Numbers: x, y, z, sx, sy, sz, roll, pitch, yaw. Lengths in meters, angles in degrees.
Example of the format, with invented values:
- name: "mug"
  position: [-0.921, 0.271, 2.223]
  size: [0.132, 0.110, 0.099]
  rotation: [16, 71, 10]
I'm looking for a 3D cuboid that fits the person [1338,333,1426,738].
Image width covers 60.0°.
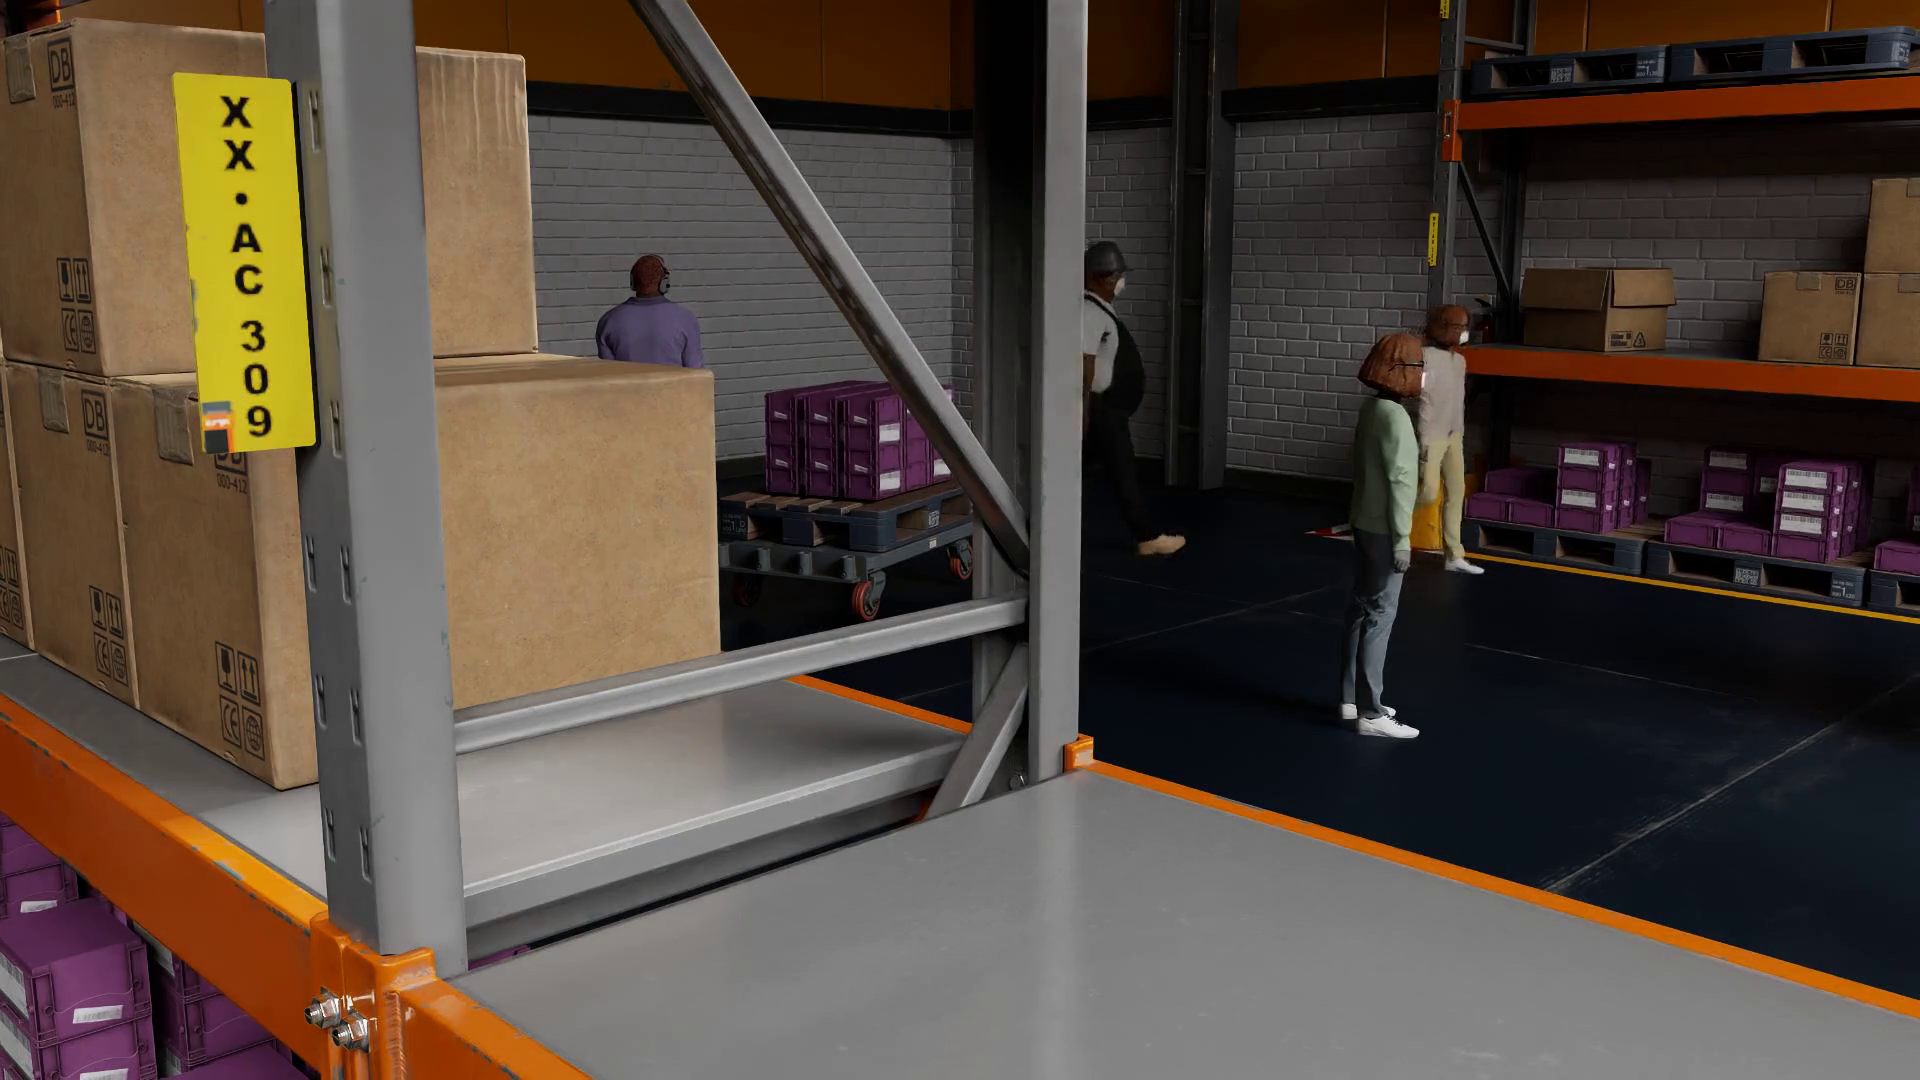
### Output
- name: "person"
  position: [1.728, -0.022, 6.777]
  size: [0.265, 1.631, 0.507]
  rotation: [0, 10, -2]

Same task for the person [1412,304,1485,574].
- name: "person"
  position: [2.856, -0.609, 9.998]
  size: [0.538, 1.617, 0.606]
  rotation: [-9, 14, -41]

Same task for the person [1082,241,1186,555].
- name: "person"
  position: [0.910, -0.920, 10.559]
  size: [1.007, 2.000, 0.692]
  rotation: [1, 10, 4]

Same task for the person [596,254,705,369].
- name: "person"
  position: [-1.802, -0.724, 9.857]
  size: [0.640, 1.910, 0.407]
  rotation: [1, 10, 4]
